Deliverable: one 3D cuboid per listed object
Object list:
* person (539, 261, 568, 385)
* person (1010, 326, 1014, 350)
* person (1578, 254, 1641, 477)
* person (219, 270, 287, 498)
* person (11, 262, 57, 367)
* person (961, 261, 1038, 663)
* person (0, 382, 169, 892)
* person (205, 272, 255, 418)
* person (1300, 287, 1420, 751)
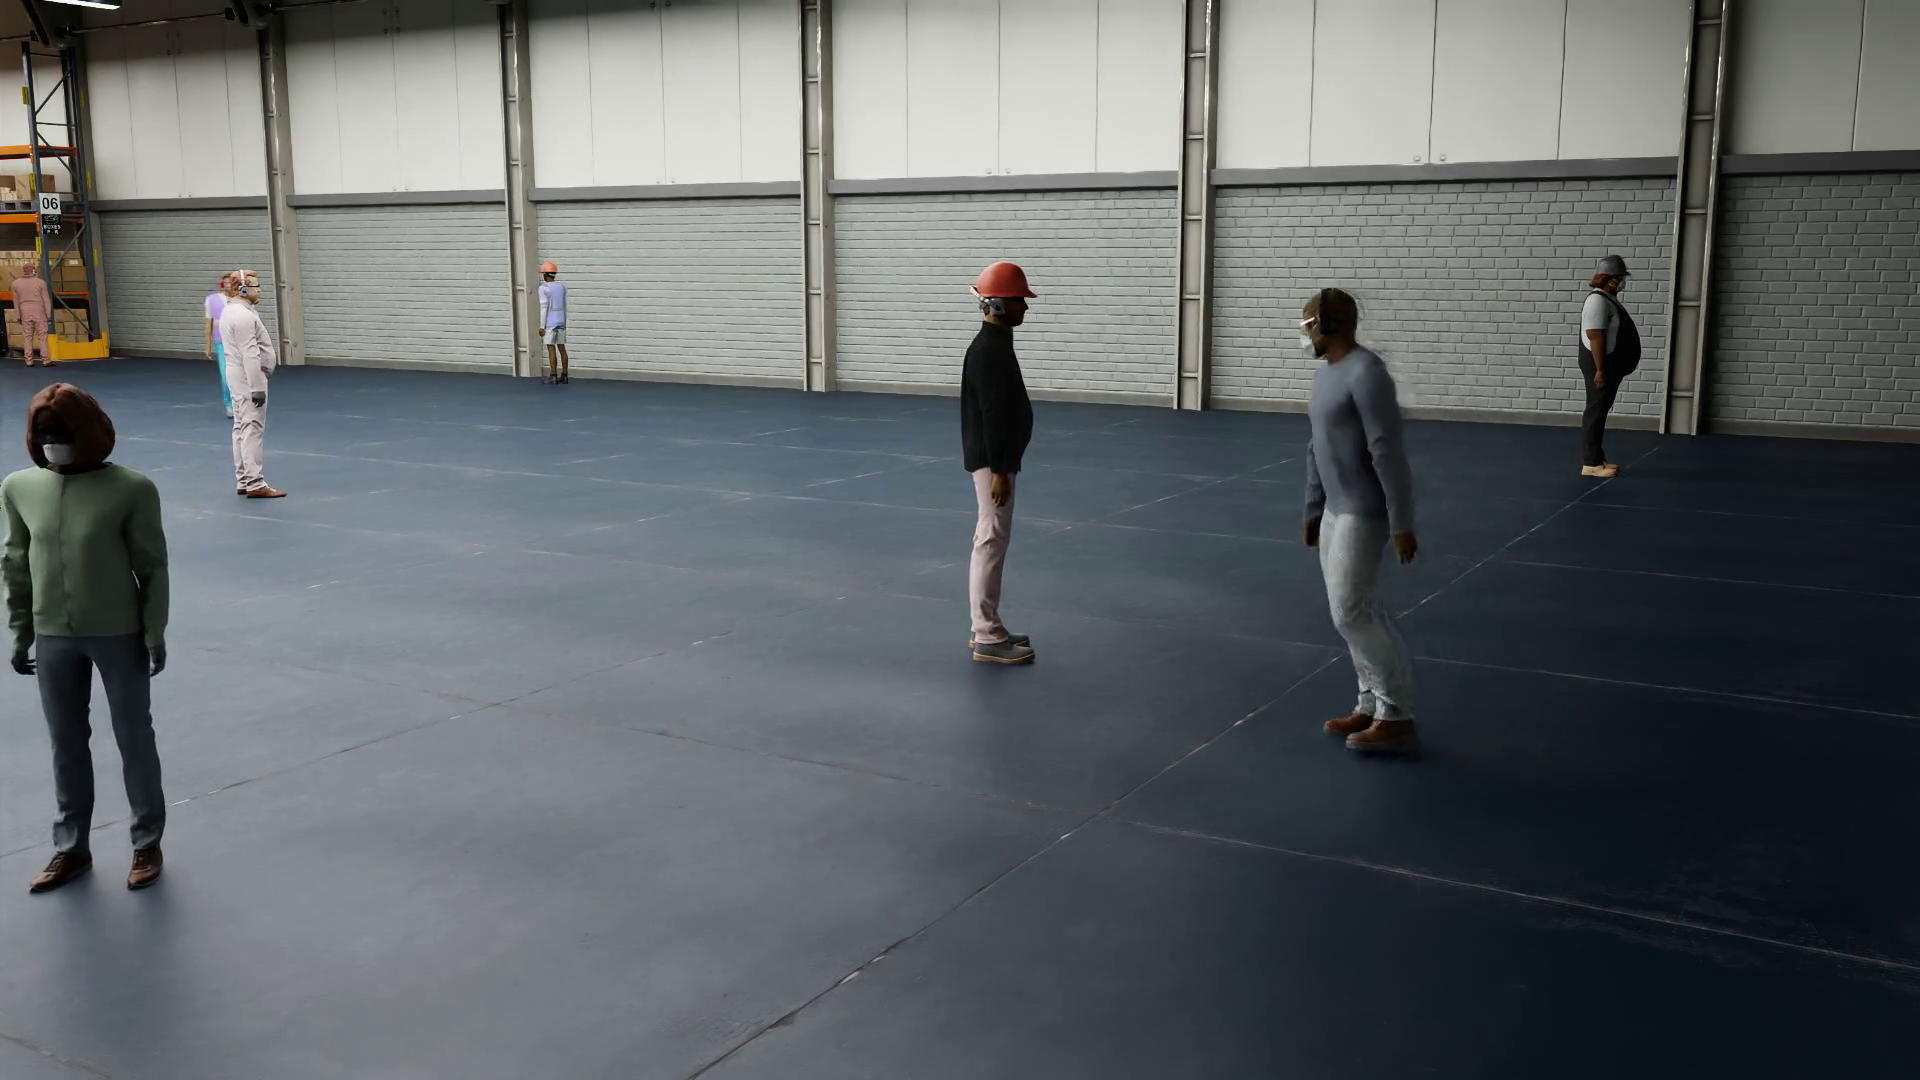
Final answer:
[{"bbox_3d":[-6.432,-3.416,26.236,0.371,1.939,0.543,6,12,33],"label":"person"},{"bbox_3d":[0.384,-1.824,17.116,0.328,1.872,0.510,4,10,21],"label":"person"},{"bbox_3d":[6.003,-1.613,15.384,0.538,2.000,0.684,5,11,25],"label":"person"},{"bbox_3d":[-5.949,-1.304,13.966,0.407,1.908,0.641,-7,12,-35],"label":"person"},{"bbox_3d":[-16.897,-4.104,30.358,0.641,1.909,0.409,-1,10,-5],"label":"person"},{"bbox_3d":[0.194,-0.389,8.348,0.381,1.994,0.622,0,10,-1],"label":"person"},{"bbox_3d":[-2.775,0.313,5.300,0.502,1.632,0.287,0,10,-2],"label":"person"},{"bbox_3d":[-9.048,-2.417,20.711,0.606,1.819,0.733,-6,11,-29],"label":"person"},{"bbox_3d":[1.632,-0.092,6.895,0.497,1.896,0.653,-1,10,-4],"label":"person"}]
